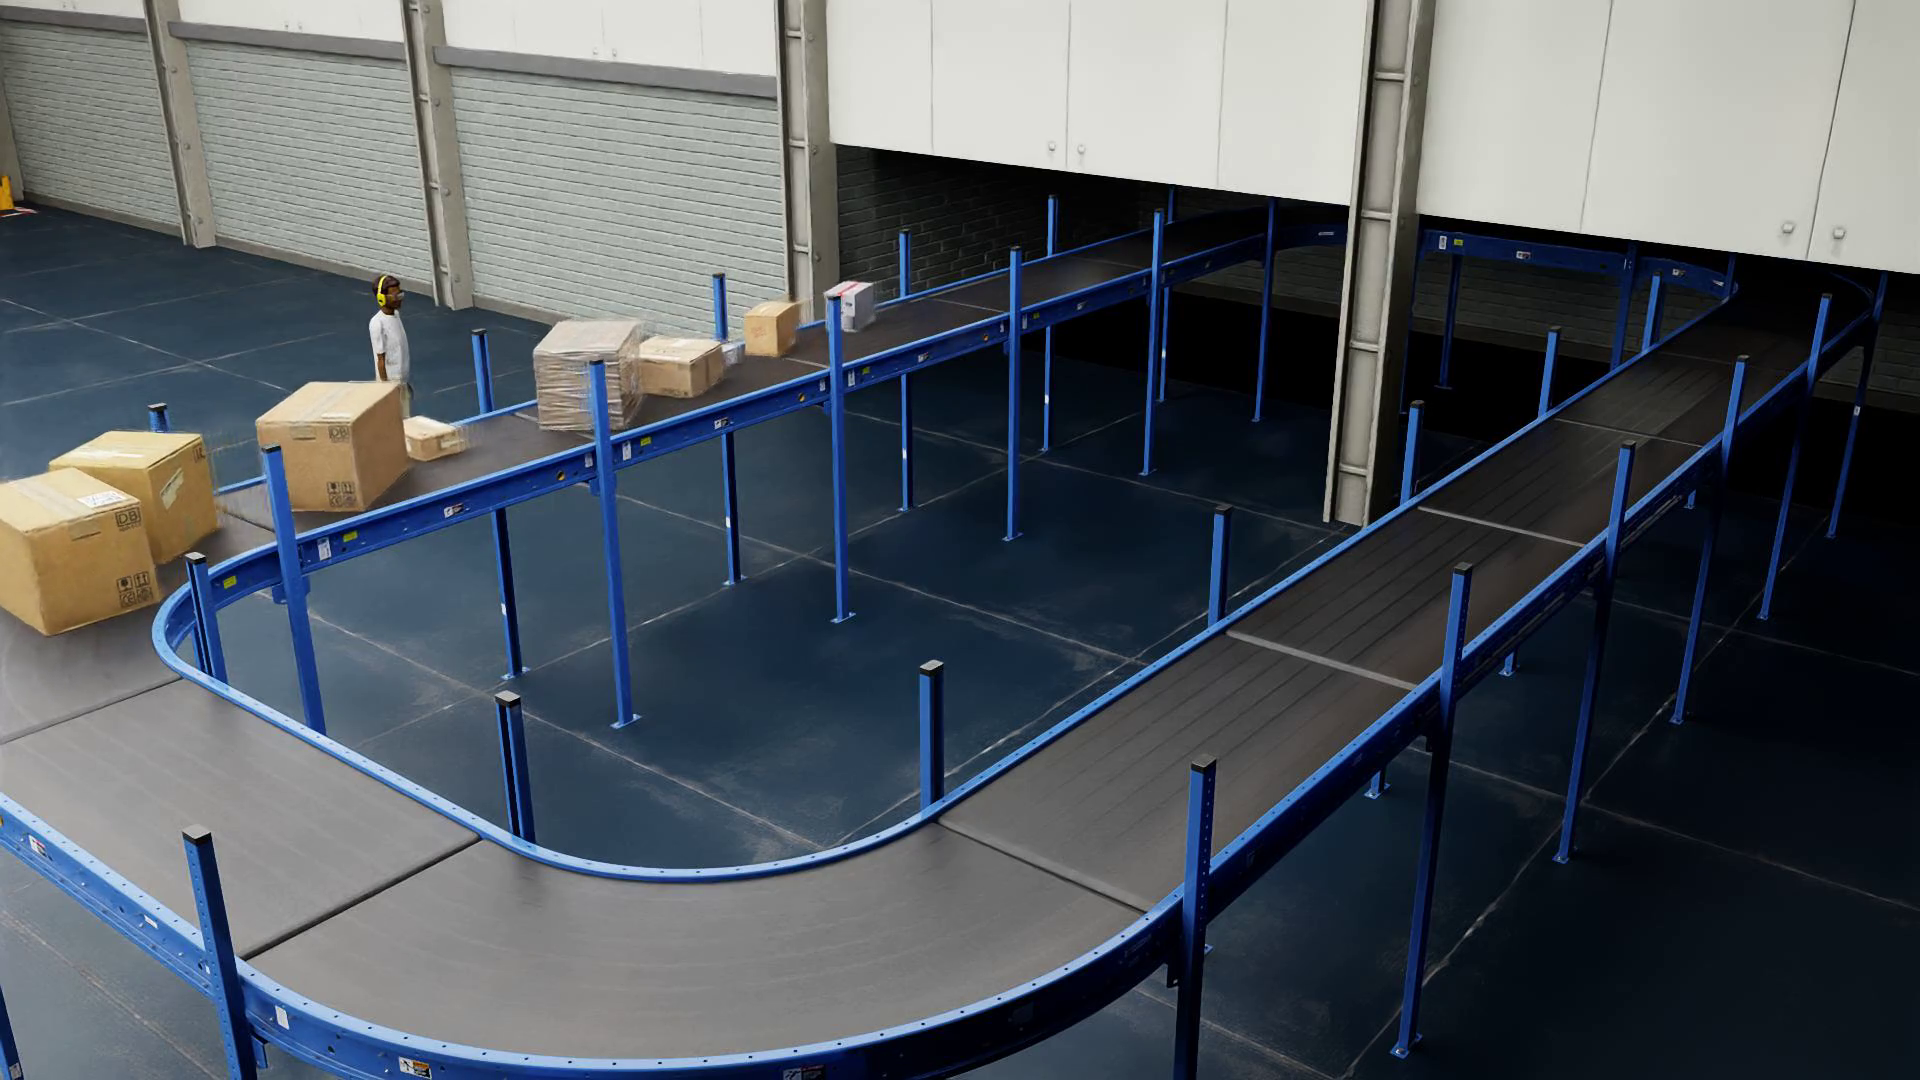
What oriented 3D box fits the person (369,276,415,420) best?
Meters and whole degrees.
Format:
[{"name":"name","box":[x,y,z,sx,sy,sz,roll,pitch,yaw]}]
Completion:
[{"name":"person","box":[-4.707,-1.294,13.926,0.311,1.869,0.533,0,21,0]}]
